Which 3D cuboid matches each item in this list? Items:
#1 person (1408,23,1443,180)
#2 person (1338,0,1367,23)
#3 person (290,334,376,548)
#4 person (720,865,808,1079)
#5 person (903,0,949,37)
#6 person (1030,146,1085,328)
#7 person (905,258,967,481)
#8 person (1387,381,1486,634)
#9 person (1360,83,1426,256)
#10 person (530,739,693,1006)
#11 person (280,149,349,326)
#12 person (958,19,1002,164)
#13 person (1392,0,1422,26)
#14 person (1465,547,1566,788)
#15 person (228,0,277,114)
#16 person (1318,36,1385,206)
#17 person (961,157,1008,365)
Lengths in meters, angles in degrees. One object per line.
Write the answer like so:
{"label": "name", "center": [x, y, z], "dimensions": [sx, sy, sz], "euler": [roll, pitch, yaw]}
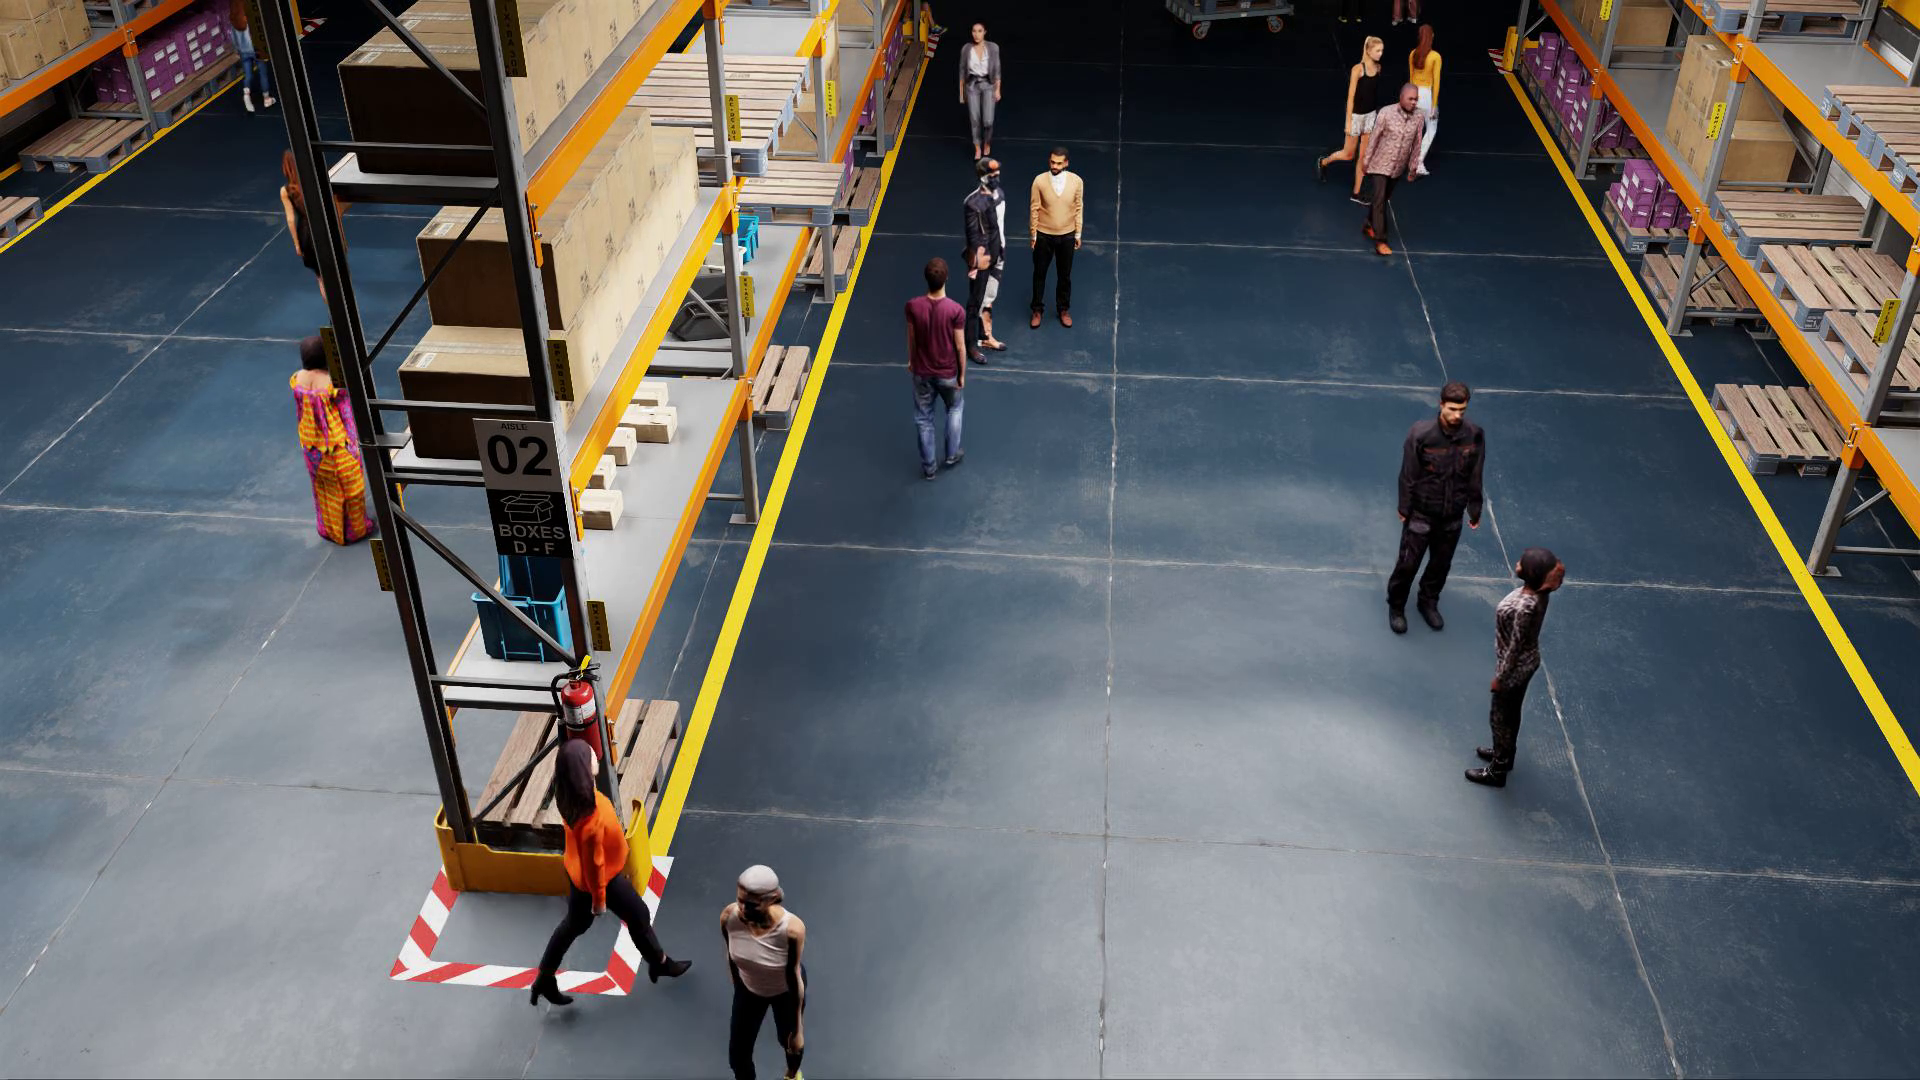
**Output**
{"label": "person", "center": [5.106, -4.877, 18.633], "dimensions": [0.721, 1.729, 0.765], "euler": [28, 43, 36]}
{"label": "person", "center": [5.692, -8.237, 23.847], "dimensions": [0.562, 1.552, 0.521], "euler": [0, 34, 0]}
{"label": "person", "center": [-4.748, -0.769, 12.516], "dimensions": [0.746, 1.659, 0.756], "euler": [11, 35, 16]}
{"label": "person", "center": [-0.873, 2.153, 8.096], "dimensions": [0.687, 1.686, 0.820], "euler": [9, 35, 14]}
{"label": "person", "center": [-0.649, -8.012, 23.263], "dimensions": [1.097, 1.826, 1.169], "euler": [24, 40, 31]}
{"label": "person", "center": [0.892, -2.849, 15.562], "dimensions": [0.683, 1.752, 0.626], "euler": [-2, 34, -3]}
{"label": "person", "center": [-0.205, -1.306, 13.166], "dimensions": [0.669, 1.834, 0.710], "euler": [4, 34, 6]}
{"label": "person", "center": [3.296, -0.267, 11.512], "dimensions": [0.776, 1.934, 0.700], "euler": [-4, 34, -6]}
{"label": "person", "center": [4.364, -3.873, 17.098], "dimensions": [0.940, 1.757, 1.175], "euler": [-9, 35, -13]}
{"label": "person", "center": [-1.983, 1.781, 8.636], "dimensions": [1.072, 1.707, 1.133], "euler": [-15, 36, -21]}
{"label": "person", "center": [-5.864, -2.652, 15.204], "dimensions": [0.775, 1.819, 0.898], "euler": [-10, 35, -15]}
{"label": "person", "center": [0.248, -5.175, 19.141], "dimensions": [0.635, 1.663, 0.578], "euler": [4, 34, 6]}
{"label": "person", "center": [6.325, -8.106, 23.651], "dimensions": [0.707, 1.553, 0.741], "euler": [19, 38, 26]}
{"label": "person", "center": [3.384, 0.772, 10.148], "dimensions": [0.728, 1.714, 0.632], "euler": [20, 38, 27]}
{"label": "person", "center": [-8.814, -6.022, 20.598], "dimensions": [0.572, 1.461, 0.851], "euler": [2, 34, 4]}
{"label": "person", "center": [4.315, -4.635, 18.184], "dimensions": [0.984, 1.823, 1.105], "euler": [-19, 38, -26]}
{"label": "person", "center": [0.223, -2.543, 14.976], "dimensions": [0.842, 1.891, 0.712], "euler": [21, 39, 28]}
